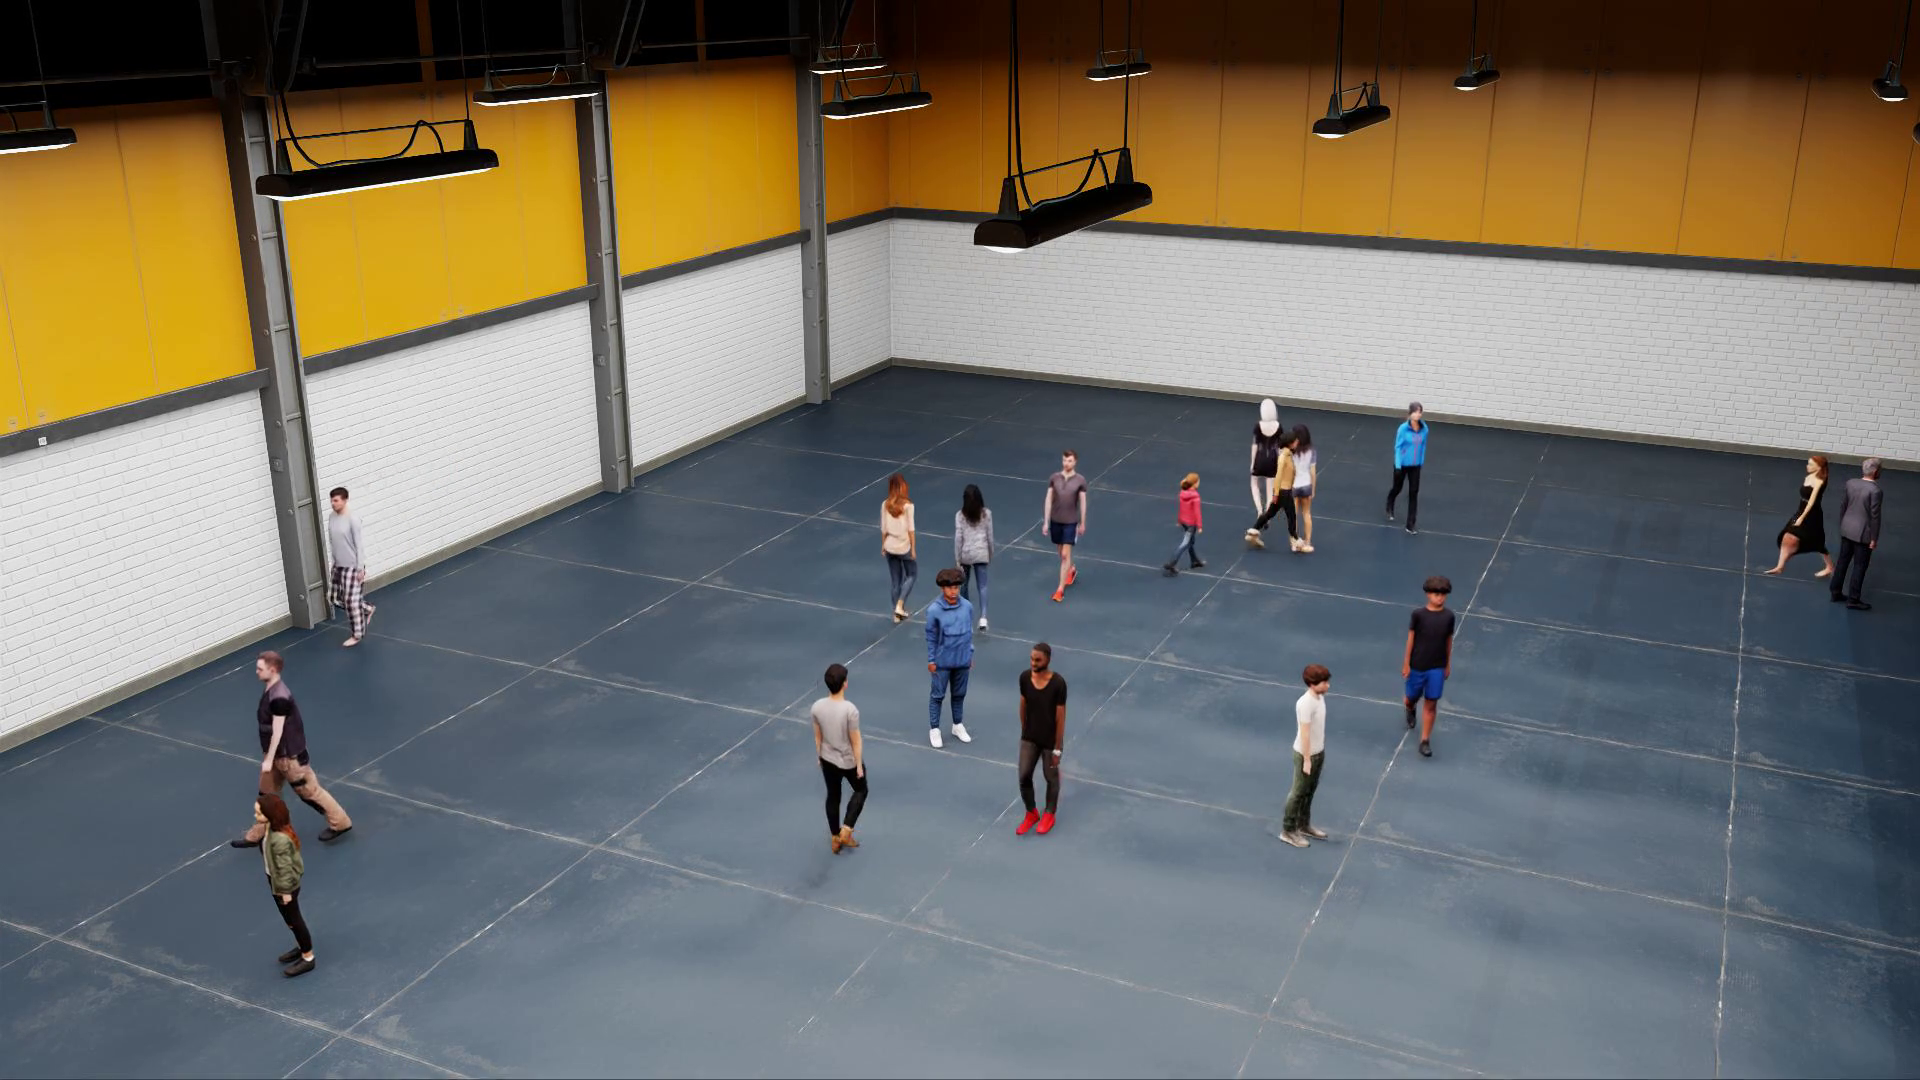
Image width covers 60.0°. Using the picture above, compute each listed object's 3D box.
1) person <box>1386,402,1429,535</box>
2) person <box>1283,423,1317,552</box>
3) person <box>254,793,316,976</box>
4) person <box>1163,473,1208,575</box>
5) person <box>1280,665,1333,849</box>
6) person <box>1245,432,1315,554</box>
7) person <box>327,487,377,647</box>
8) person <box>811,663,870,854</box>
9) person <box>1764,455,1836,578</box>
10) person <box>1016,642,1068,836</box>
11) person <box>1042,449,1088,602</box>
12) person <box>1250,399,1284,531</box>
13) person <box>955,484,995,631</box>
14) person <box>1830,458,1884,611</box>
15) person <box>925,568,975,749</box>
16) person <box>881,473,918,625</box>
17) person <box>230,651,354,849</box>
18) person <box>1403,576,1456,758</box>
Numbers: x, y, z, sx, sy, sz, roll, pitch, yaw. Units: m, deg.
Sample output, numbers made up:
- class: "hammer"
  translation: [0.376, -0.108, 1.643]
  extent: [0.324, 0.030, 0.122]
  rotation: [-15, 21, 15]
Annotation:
- class: "person"
  translation: [6.068, -1.013, 22.711]
  extent: [1.034, 1.757, 1.267]
  rotation: [-2, 19, -5]
- class: "person"
  translation: [4.405, -0.651, 21.720]
  extent: [0.782, 1.702, 0.897]
  rotation: [2, 19, 7]
- class: "person"
  translation: [-5.081, 2.566, 12.525]
  extent: [0.664, 1.473, 0.645]
  rotation: [-11, 22, -30]
- class: "person"
  translation: [2.833, -0.186, 20.988]
  extent: [0.970, 1.289, 0.873]
  rotation: [-8, 20, -23]
- class: "person"
  translation: [3.002, 1.840, 14.398]
  extent: [0.662, 1.656, 0.543]
  rotation: [11, 21, 29]
- class: "person"
  translation: [4.140, -0.620, 21.754]
  extent: [0.775, 1.622, 1.108]
  rotation: [5, 19, 16]
- class: "person"
  translation: [-6.858, 0.262, 18.799]
  extent: [0.669, 1.836, 0.802]
  rotation: [10, 21, 28]
- class: "person"
  translation: [-1.059, 1.892, 14.147]
  extent: [0.604, 1.716, 0.586]
  rotation: [9, 21, 25]
- class: "person"
  translation: [10.681, -0.251, 20.722]
  extent: [0.924, 1.581, 1.074]
  rotation: [0, 19, 0]
- class: "person"
  translation: [0.776, 1.706, 14.586]
  extent: [0.645, 1.789, 0.645]
  rotation: [9, 21, 26]
- class: "person"
  translation: [1.299, -0.224, 20.286]
  extent: [0.671, 1.809, 1.188]
  rotation: [7, 20, 20]
- class: "person"
  translation: [4.165, -0.992, 22.556]
  extent: [0.739, 1.816, 0.769]
  rotation: [-1, 19, -2]
- class: "person"
  translation: [0.176, 0.220, 19.139]
  extent: [0.989, 1.699, 1.222]
  rotation: [-1, 19, -4]
- class: "person"
  translation: [10.755, -0.105, 19.882]
  extent: [0.860, 1.840, 0.772]
  rotation: [-5, 19, -14]
- class: "person"
  translation: [-0.096, 1.126, 16.278]
  extent: [0.729, 1.808, 0.811]
  rotation: [-8, 20, -23]
- class: "person"
  translation: [-0.740, 0.140, 19.265]
  extent: [0.616, 1.771, 0.655]
  rotation: [8, 20, 24]
- class: "person"
  translation: [-5.674, 1.814, 14.258]
  extent: [1.298, 1.794, 1.105]
  rotation: [-11, 22, -30]
- class: "person"
  translation: [4.526, 1.175, 16.177]
  extent: [0.799, 1.780, 1.100]
  rotation: [2, 19, 7]
